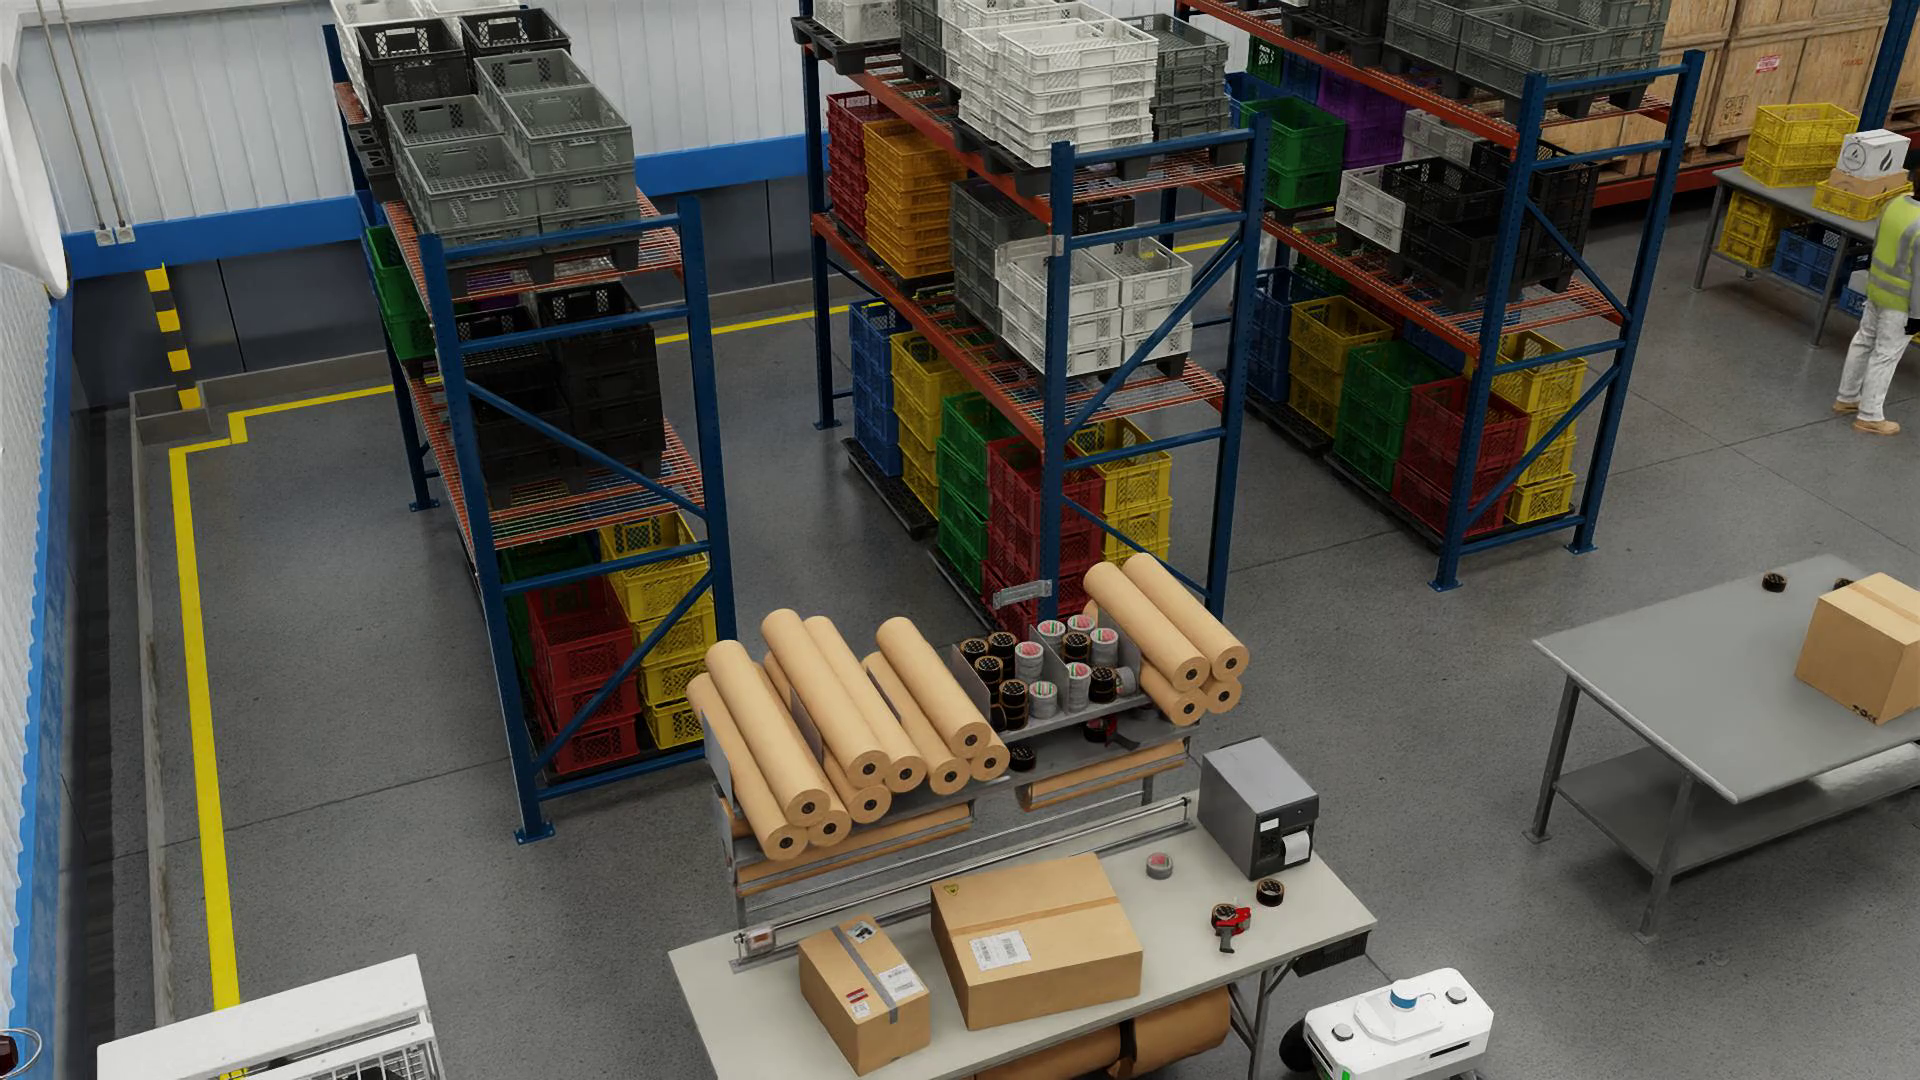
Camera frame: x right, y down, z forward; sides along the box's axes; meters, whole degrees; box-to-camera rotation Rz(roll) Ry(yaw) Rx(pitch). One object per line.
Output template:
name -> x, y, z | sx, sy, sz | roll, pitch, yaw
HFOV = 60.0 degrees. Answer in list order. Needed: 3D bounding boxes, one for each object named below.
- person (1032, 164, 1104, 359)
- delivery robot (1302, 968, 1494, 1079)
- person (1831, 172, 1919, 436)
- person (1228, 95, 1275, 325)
person -> 0.711, -2.178, 11.953 | 0.664, 1.896, 0.936 | -3, 32, -6
delivery robot -> 1.702, 1.918, 6.474 | 0.707, 0.478, 0.477 | -11, 33, -18
person -> 6.252, -1.609, 11.069 | 0.429, 1.845, 0.627 | 0, 32, -1
person -> 2.281, -2.563, 12.582 | 0.361, 1.882, 0.575 | -6, 32, -10
